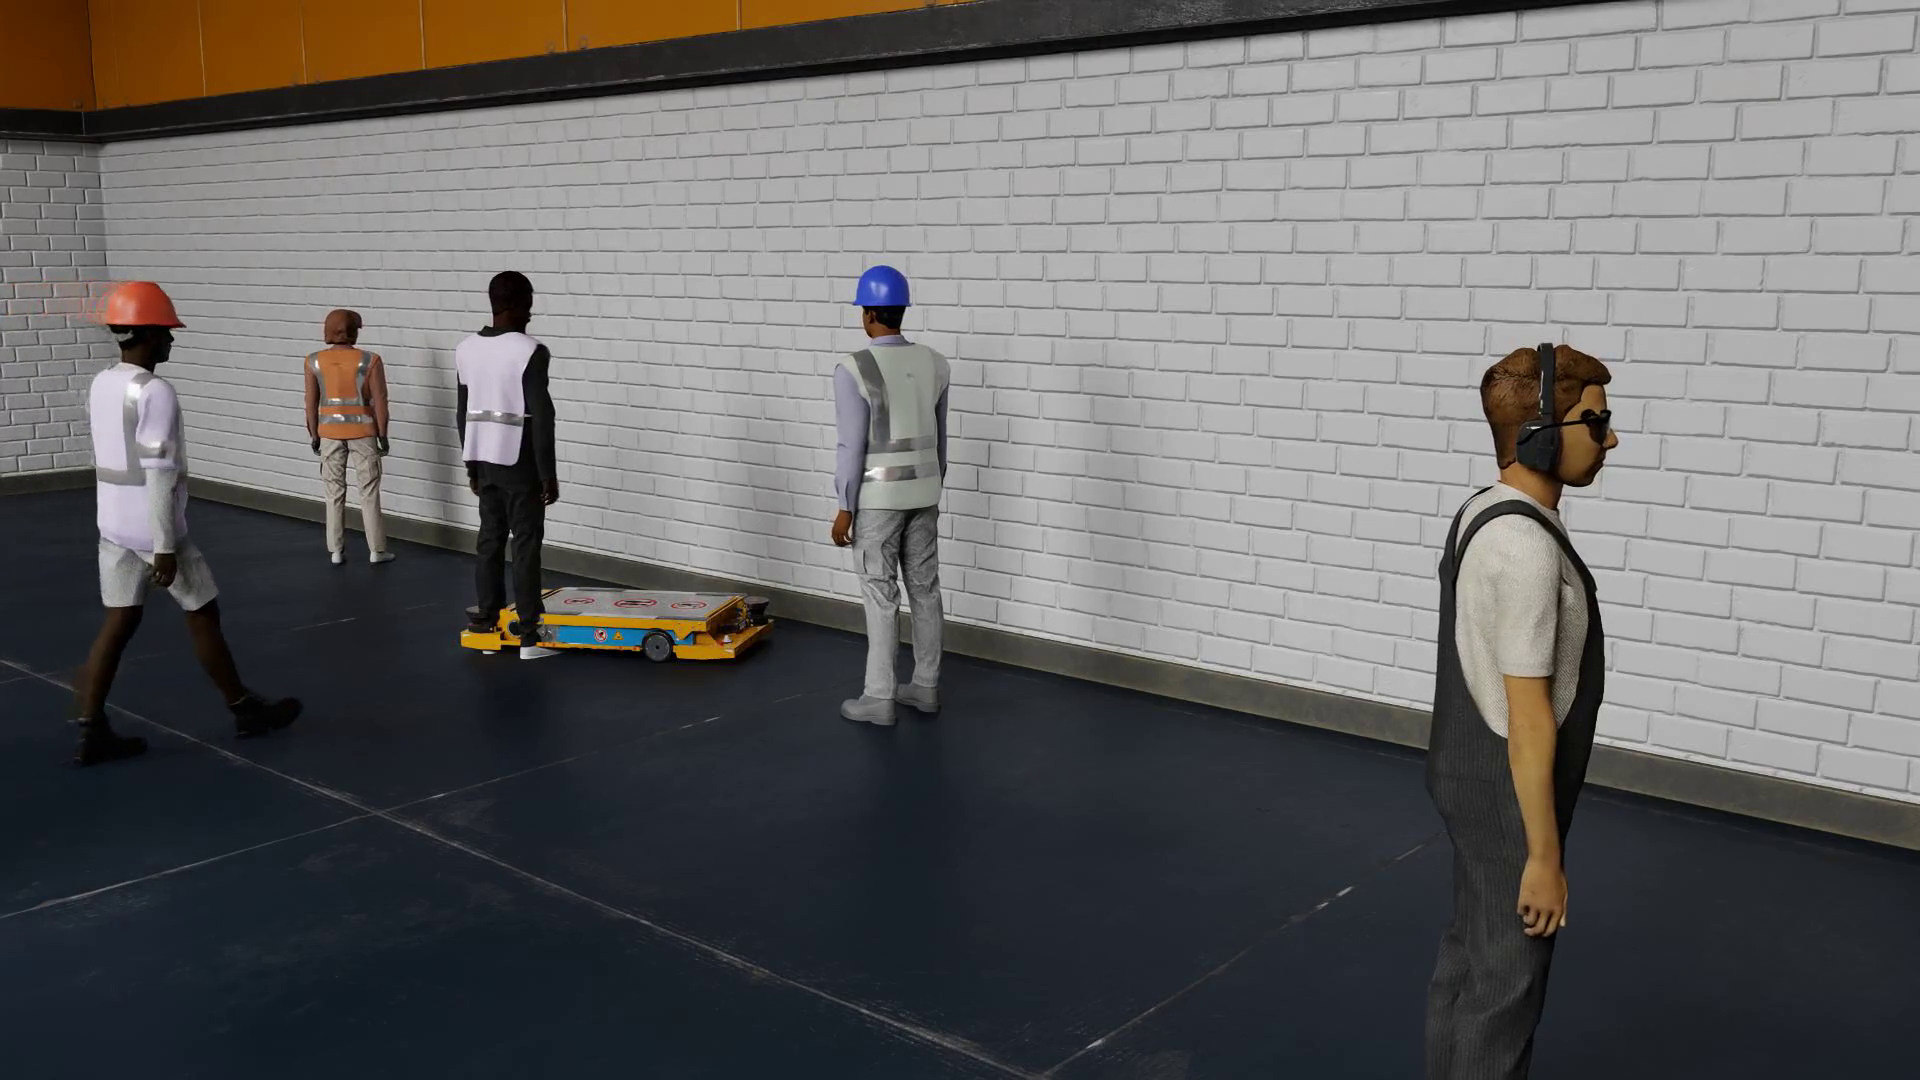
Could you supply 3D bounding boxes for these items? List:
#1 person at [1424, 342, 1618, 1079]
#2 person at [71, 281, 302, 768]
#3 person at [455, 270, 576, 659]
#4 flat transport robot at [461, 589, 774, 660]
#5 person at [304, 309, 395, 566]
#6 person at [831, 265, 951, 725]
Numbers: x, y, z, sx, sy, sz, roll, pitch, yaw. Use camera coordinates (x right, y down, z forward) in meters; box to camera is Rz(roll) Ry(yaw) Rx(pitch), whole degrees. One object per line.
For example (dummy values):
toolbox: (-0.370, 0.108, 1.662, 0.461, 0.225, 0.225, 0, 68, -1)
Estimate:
person: (1.093, 0.540, 3.263, 0.346, 1.846, 0.506, 1, 10, 6)
person: (-3.177, -0.073, 6.642, 0.564, 1.891, 0.904, 7, 12, 35)
person: (-2.233, -0.364, 8.221, 0.590, 1.912, 0.398, 6, 12, 31)
flat transport robot: (-1.730, 0.412, 8.469, 1.431, 0.197, 0.652, 2, 10, 11)
person: (-3.900, -0.647, 10.614, 0.514, 1.636, 0.315, -1, 10, -3)
person: (-0.300, -0.186, 7.099, 0.605, 1.949, 0.399, -9, 13, -42)
